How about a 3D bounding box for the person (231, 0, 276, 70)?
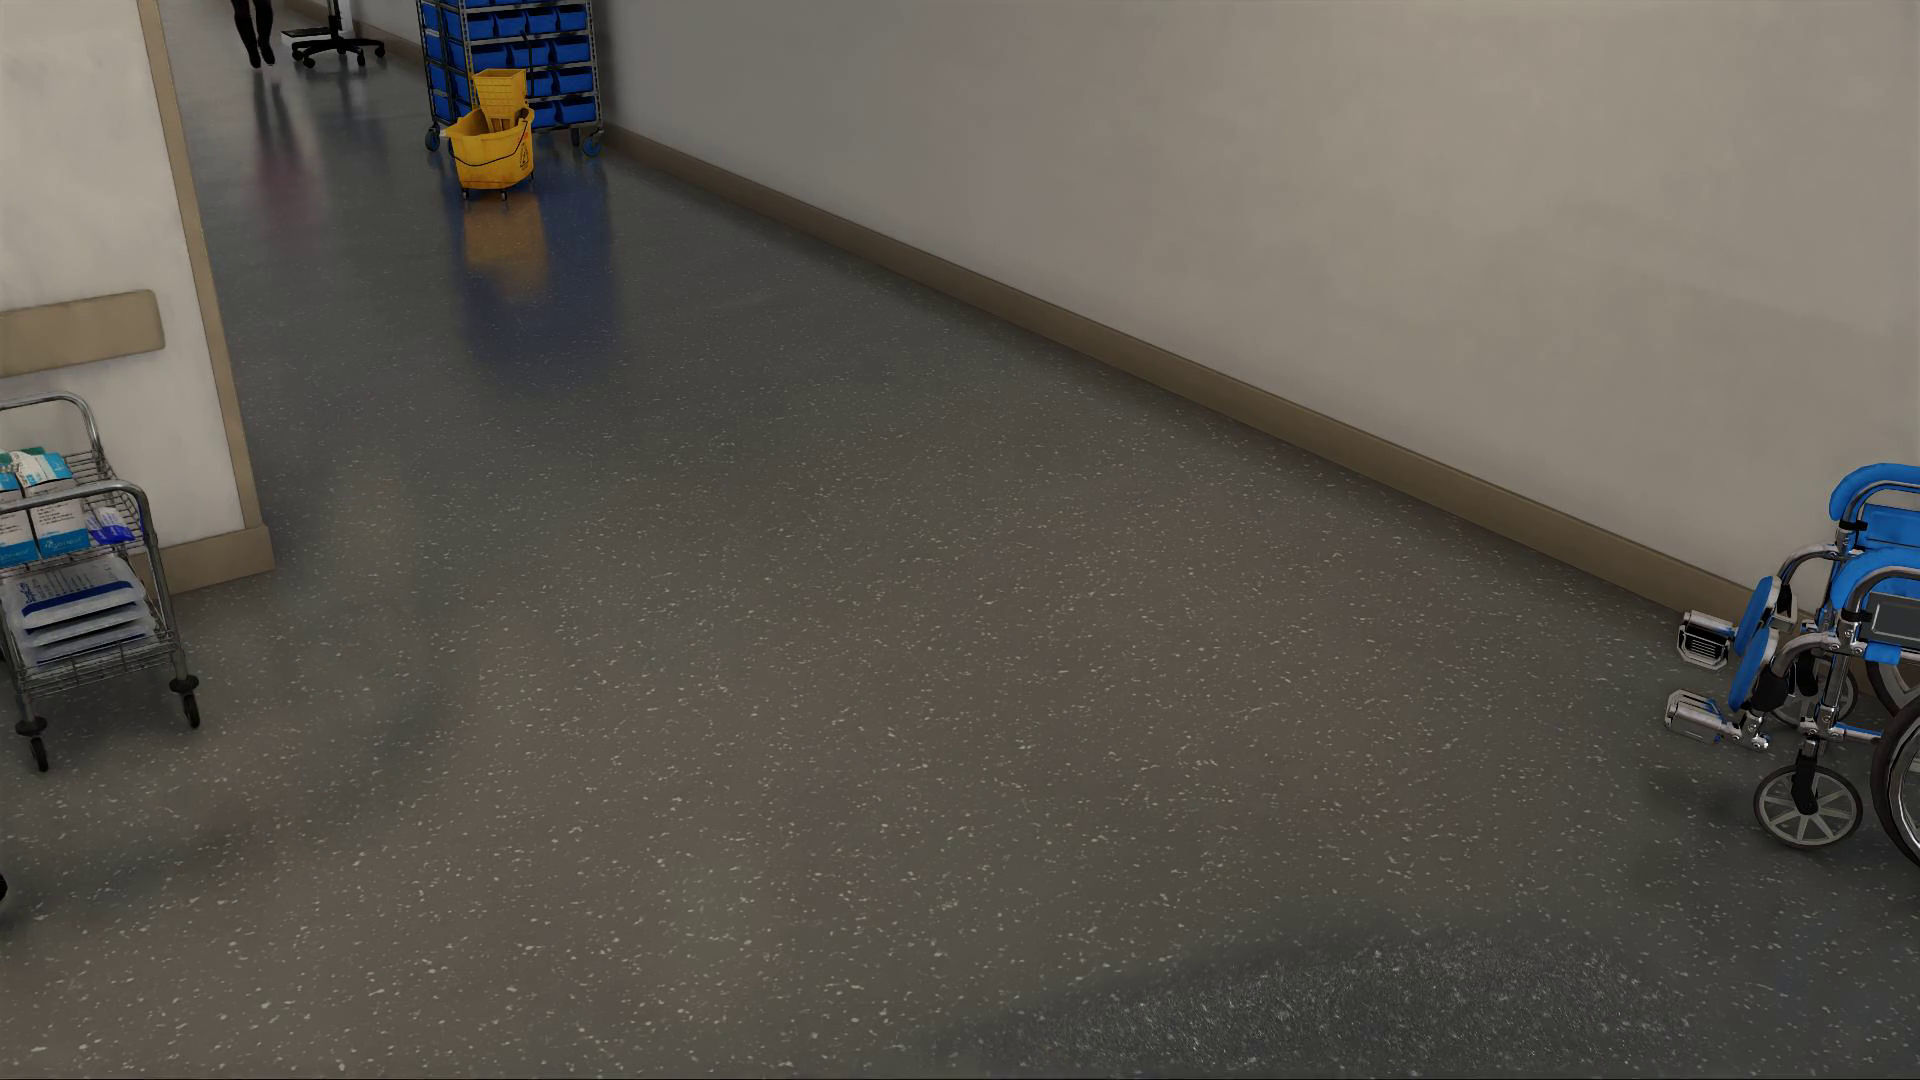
[{"bbox_3d":[-5.822,-4.666,13.482,0.873,1.676,0.776,-11,28,-22],"label":"person"}]
